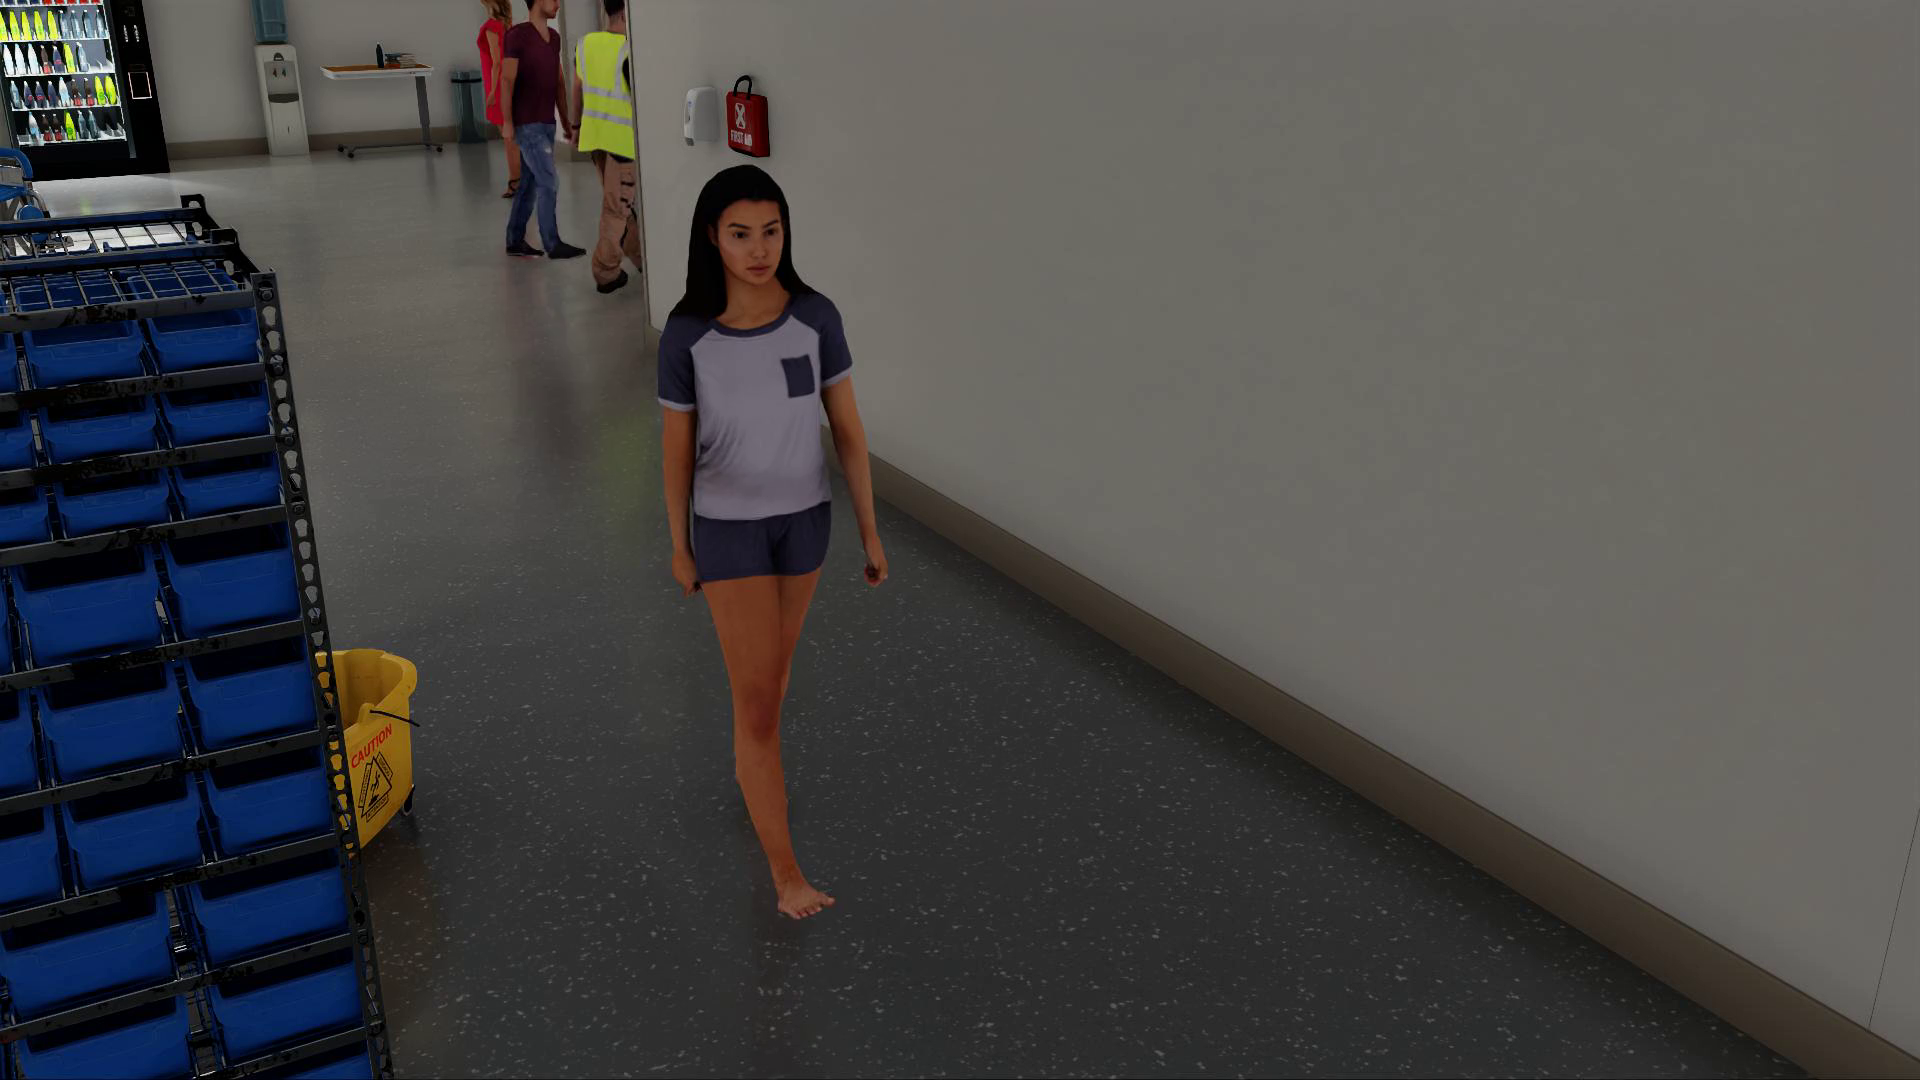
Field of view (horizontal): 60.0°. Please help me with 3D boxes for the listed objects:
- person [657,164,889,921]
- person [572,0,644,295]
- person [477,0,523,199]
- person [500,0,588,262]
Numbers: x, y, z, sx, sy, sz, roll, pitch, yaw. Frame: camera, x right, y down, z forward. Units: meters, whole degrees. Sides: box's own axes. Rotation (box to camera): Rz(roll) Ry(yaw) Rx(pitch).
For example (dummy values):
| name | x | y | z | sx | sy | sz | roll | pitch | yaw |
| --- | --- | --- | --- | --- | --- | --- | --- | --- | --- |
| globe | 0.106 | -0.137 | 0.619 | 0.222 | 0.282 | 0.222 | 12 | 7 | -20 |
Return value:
| name | x | y | z | sx | sy | sz | roll | pitch | yaw |
| --- | --- | --- | --- | --- | --- | --- | --- | --- | --- |
| person | -0.496 | -0.023 | 4.011 | 1.035 | 1.684 | 0.685 | -11 | 23 | -27 |
| person | -2.136 | -2.398 | 10.107 | 1.000 | 1.807 | 1.162 | 11 | 23 | 27 |
| person | -3.752 | -3.720 | 13.711 | 0.703 | 1.727 | 0.667 | 2 | 21 | 6 |
| person | -2.912 | -2.770 | 11.088 | 1.050 | 1.809 | 0.999 | 10 | 23 | 25 |
